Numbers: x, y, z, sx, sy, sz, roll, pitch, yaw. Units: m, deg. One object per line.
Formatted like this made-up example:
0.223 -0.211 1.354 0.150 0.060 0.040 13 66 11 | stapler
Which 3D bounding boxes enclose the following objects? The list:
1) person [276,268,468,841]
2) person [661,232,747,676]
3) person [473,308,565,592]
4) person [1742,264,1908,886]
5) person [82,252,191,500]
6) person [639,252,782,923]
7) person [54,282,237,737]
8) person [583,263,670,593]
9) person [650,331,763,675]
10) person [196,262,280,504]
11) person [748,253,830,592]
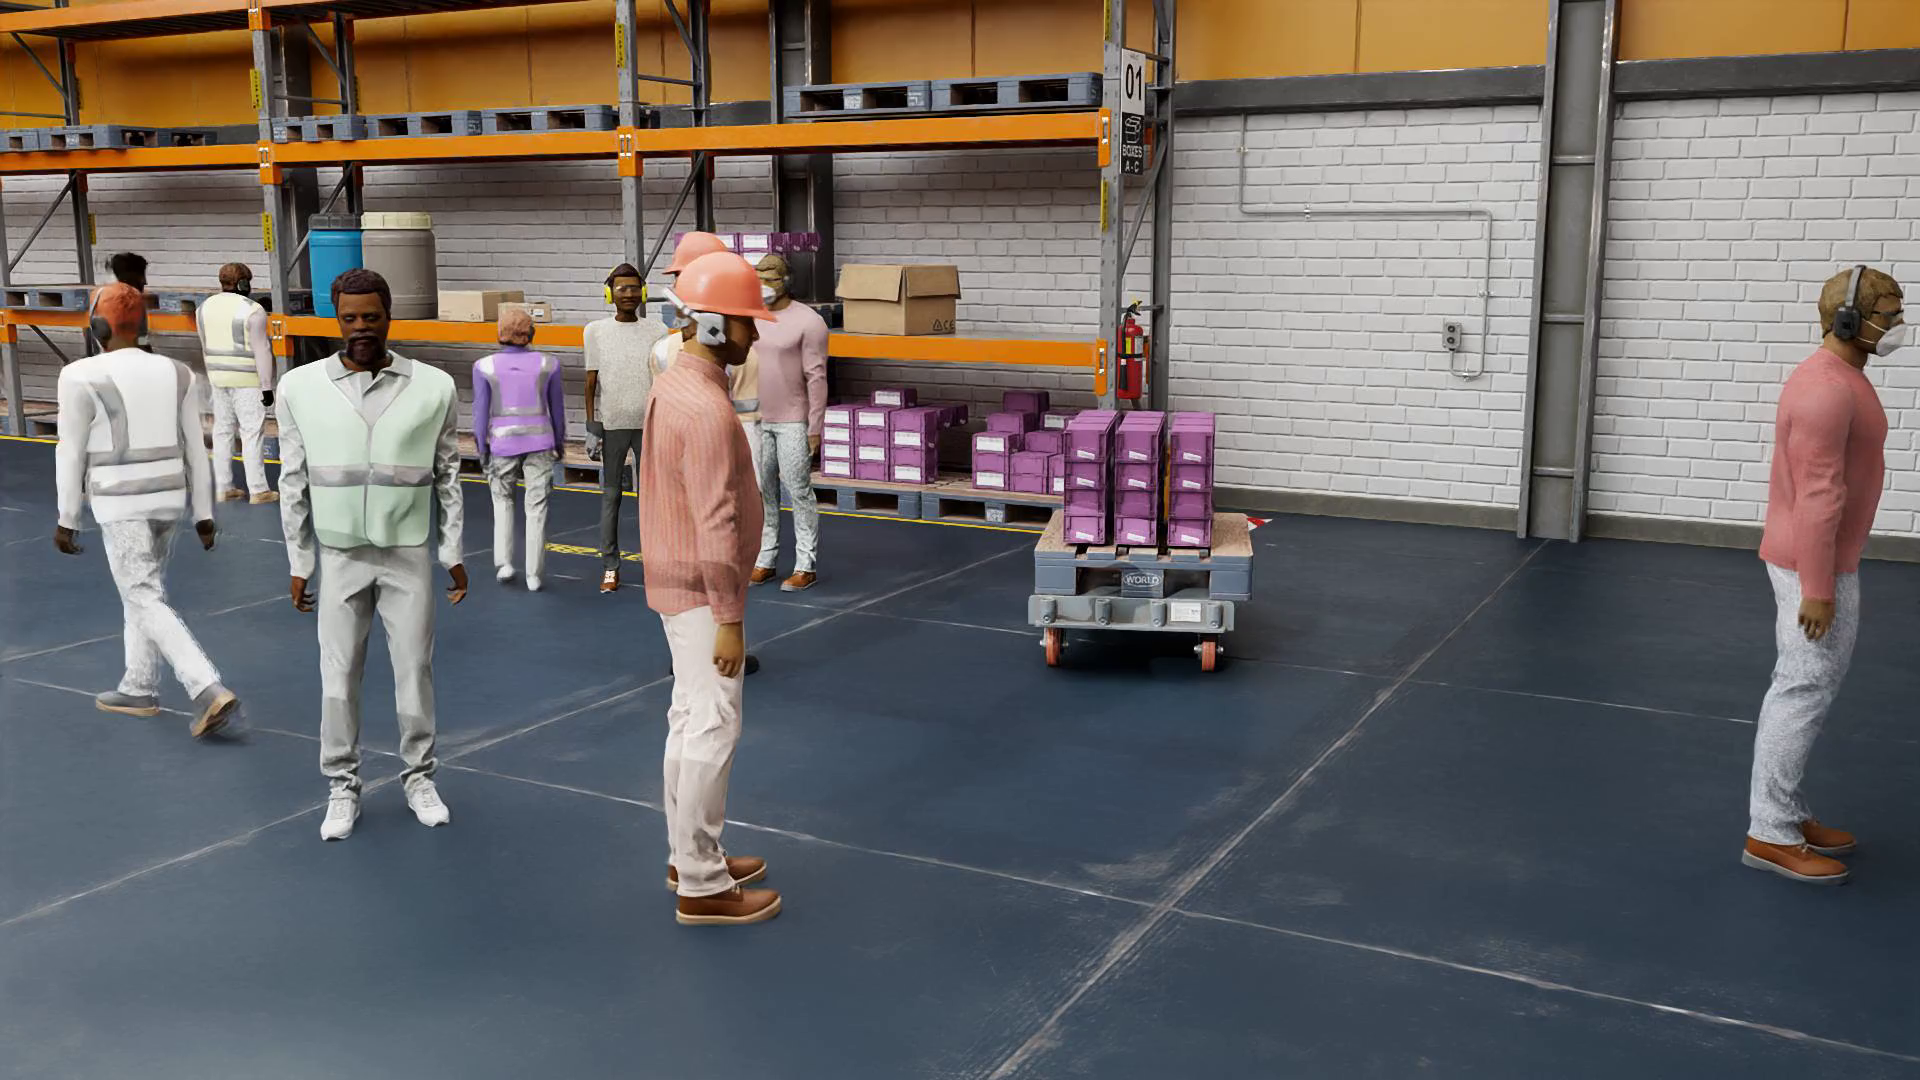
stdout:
-1.988 0.043 5.671 0.589 1.920 0.399 -4 11 -21 | person
-1.161 -0.382 7.659 0.373 2.043 0.615 -1 10 -7 | person
-2.541 -0.526 9.631 0.506 1.616 0.615 -3 11 -15 | person
2.742 0.101 5.302 0.354 1.936 0.636 6 12 29 | person
-6.456 -1.266 12.881 0.989 1.913 0.590 -8 13 -37 | person
-0.728 0.153 4.911 0.410 1.981 0.626 -4 11 -20 | person
-3.300 -0.124 6.796 0.919 1.853 0.572 5 11 24 | person
-1.889 -0.637 9.523 0.518 1.876 0.326 -4 11 -19 | person
-1.130 -0.310 7.610 0.548 1.924 0.387 4 11 21 | person
-5.487 -1.190 12.691 0.621 1.835 0.431 4 11 20 | person
-1.035 -0.667 9.546 0.628 1.933 0.369 6 12 29 | person
